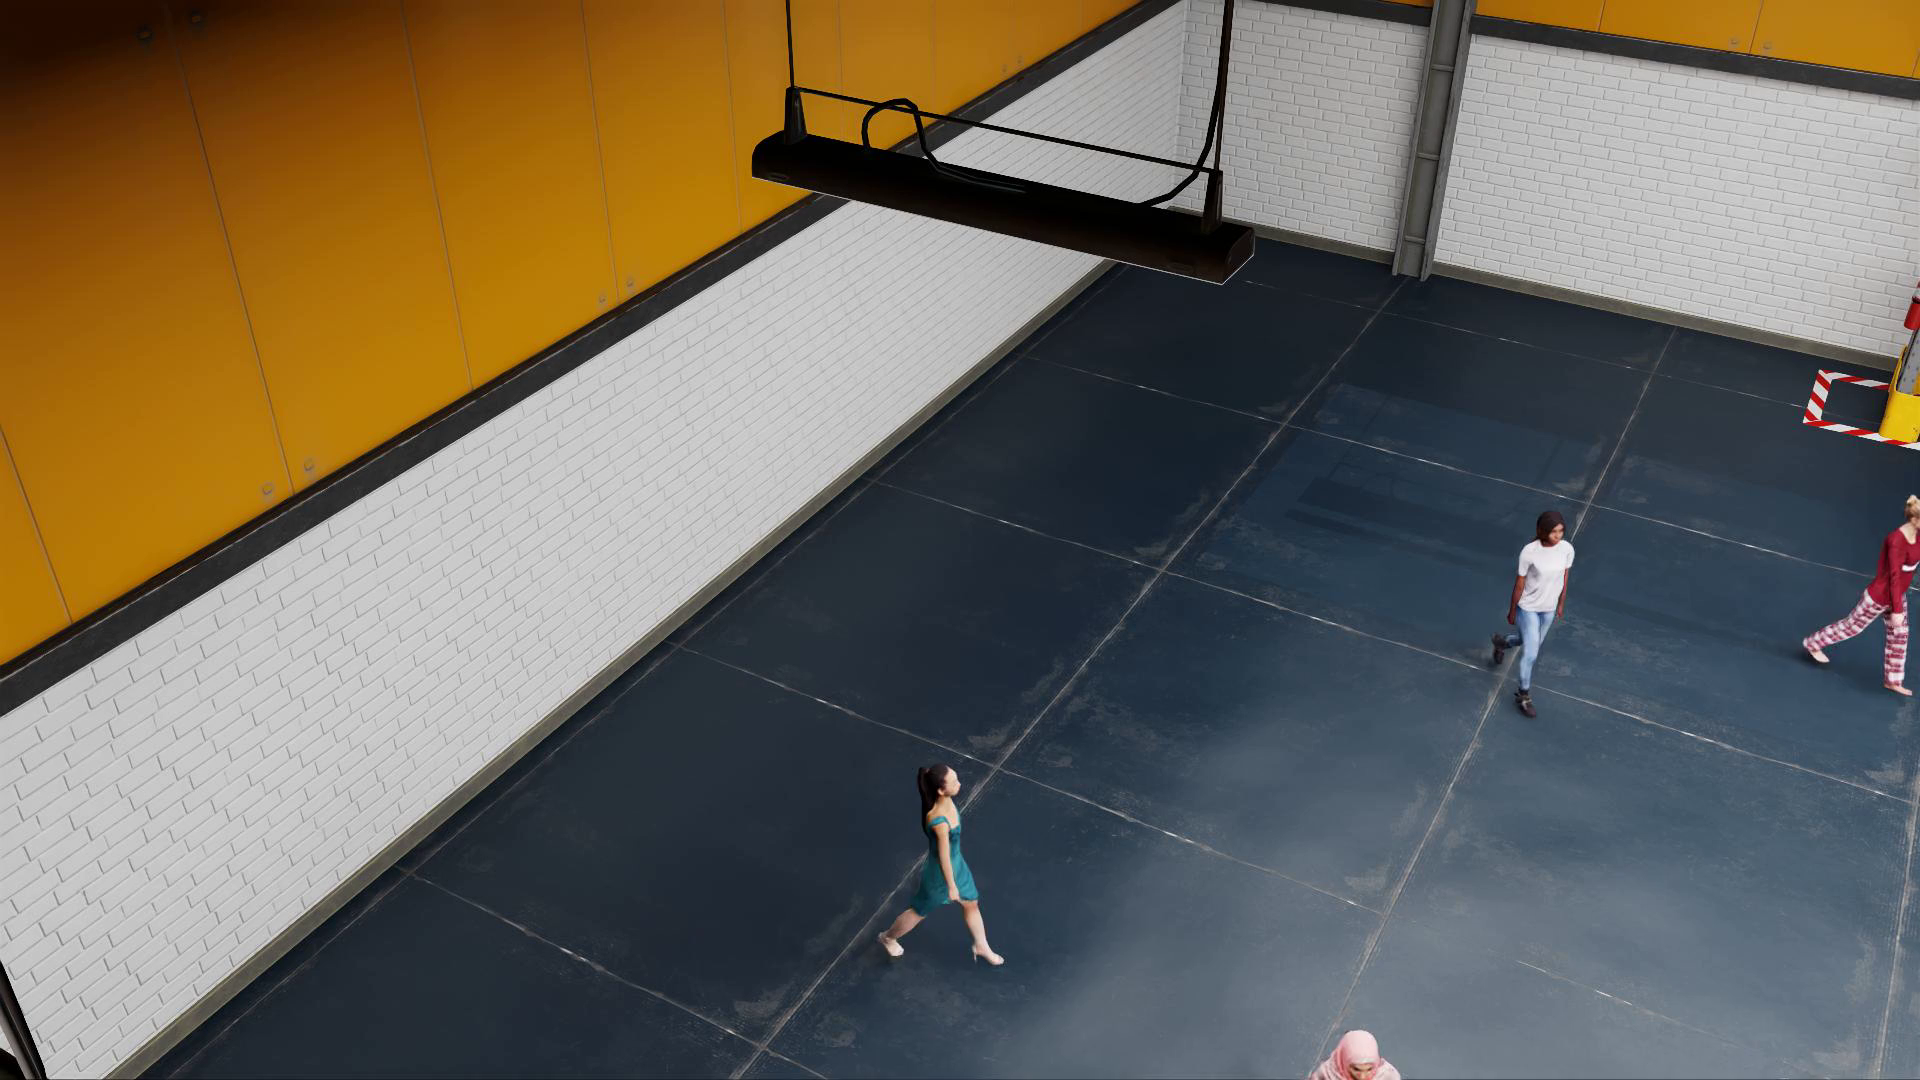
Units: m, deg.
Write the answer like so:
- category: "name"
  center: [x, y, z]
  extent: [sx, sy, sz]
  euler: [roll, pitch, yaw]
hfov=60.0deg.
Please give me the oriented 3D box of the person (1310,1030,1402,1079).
- category: "person"
  center: [1.973, 3.124, 8.703]
  extent: [0.980, 1.788, 1.004]
  euler: [-5, 34, -7]

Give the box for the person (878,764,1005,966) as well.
- category: "person"
  center: [-0.193, 2.082, 10.399]
  extent: [1.120, 1.646, 0.834]
  euler: [3, 34, 5]

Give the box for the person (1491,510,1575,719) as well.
- category: "person"
  center: [4.382, 0.484, 12.758]
  extent: [1.012, 1.696, 1.073]
  euler: [-8, 34, -12]

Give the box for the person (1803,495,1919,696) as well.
- category: "person"
  center: [7.100, 0.400, 12.924]
  extent: [0.878, 1.653, 1.178]
  euler: [-25, 41, -32]
